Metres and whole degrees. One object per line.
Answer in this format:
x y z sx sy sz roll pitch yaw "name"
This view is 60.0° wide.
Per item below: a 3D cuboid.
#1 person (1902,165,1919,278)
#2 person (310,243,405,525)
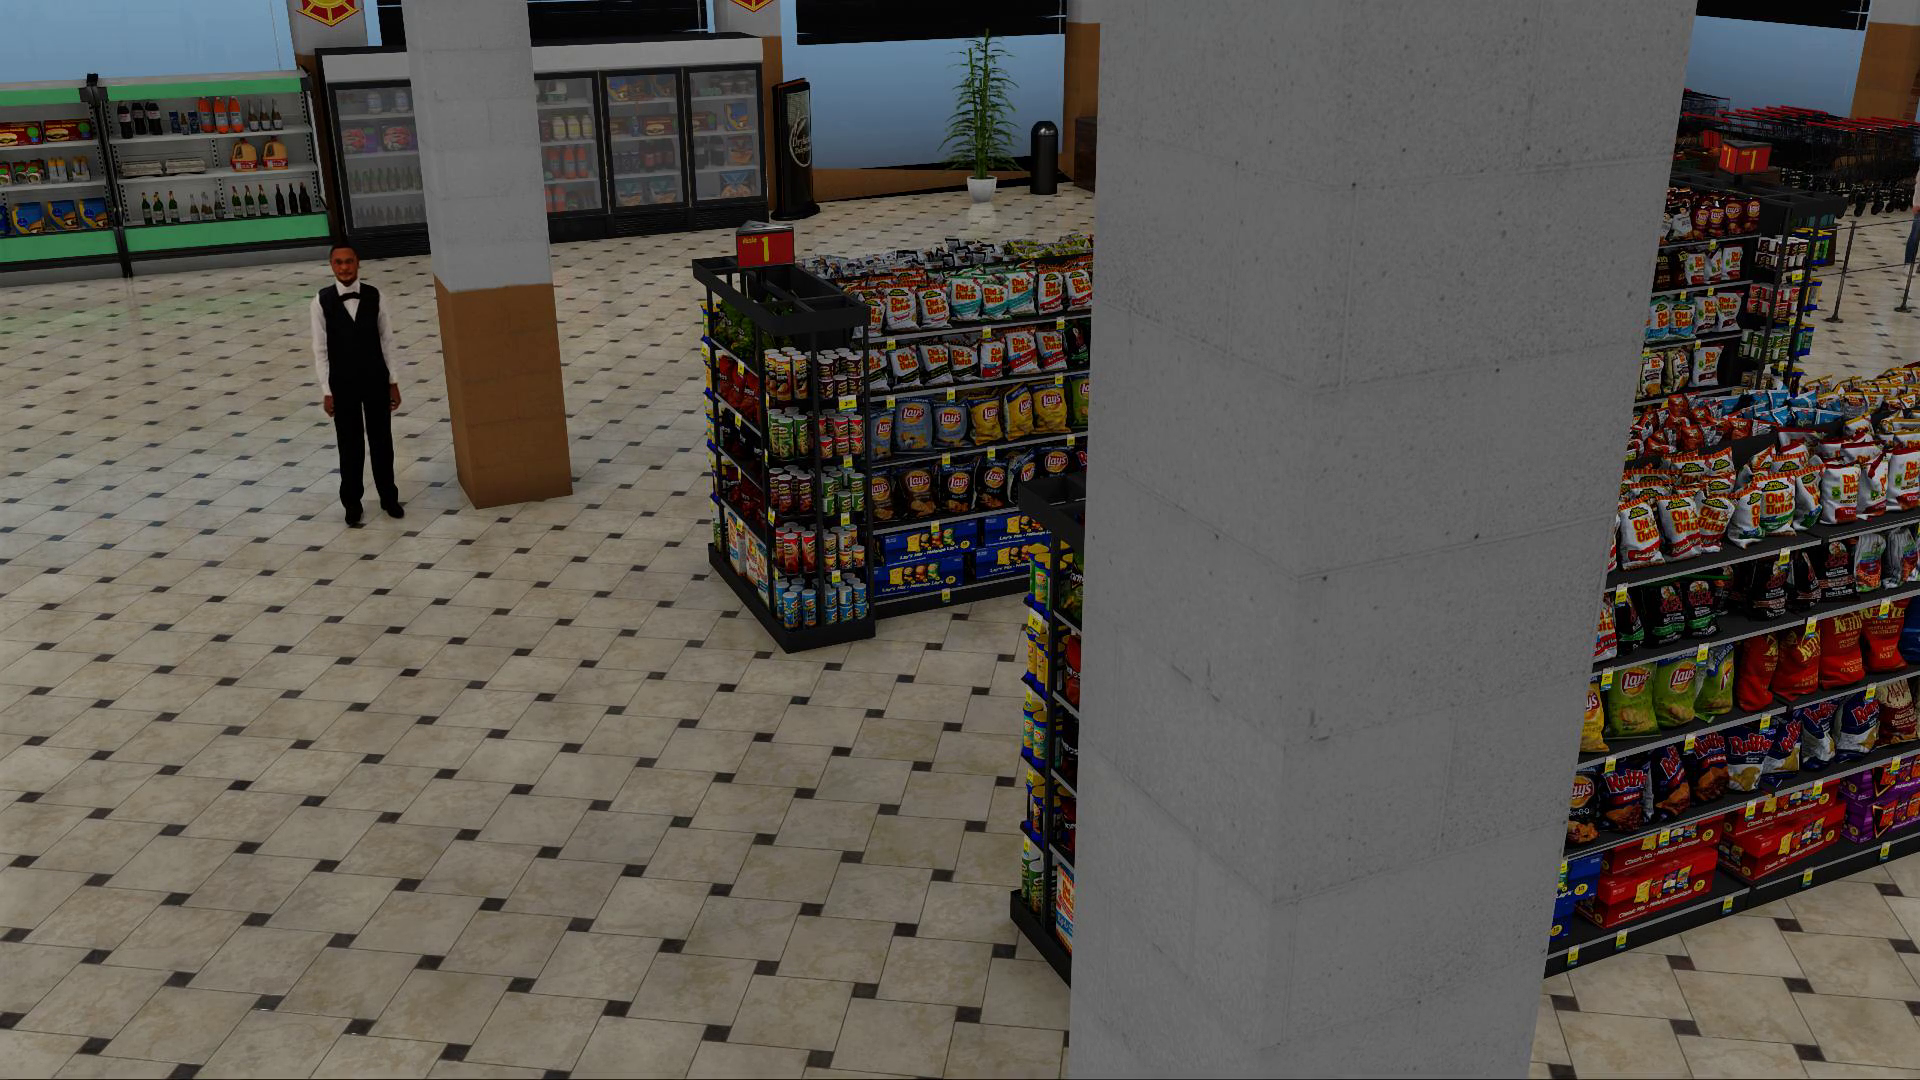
10.705 -3.735 18.321 0.578 1.638 0.732 -3 22 -8 "person"
-4.093 -1.077 11.331 0.502 1.918 0.736 -10 24 -23 "person"
